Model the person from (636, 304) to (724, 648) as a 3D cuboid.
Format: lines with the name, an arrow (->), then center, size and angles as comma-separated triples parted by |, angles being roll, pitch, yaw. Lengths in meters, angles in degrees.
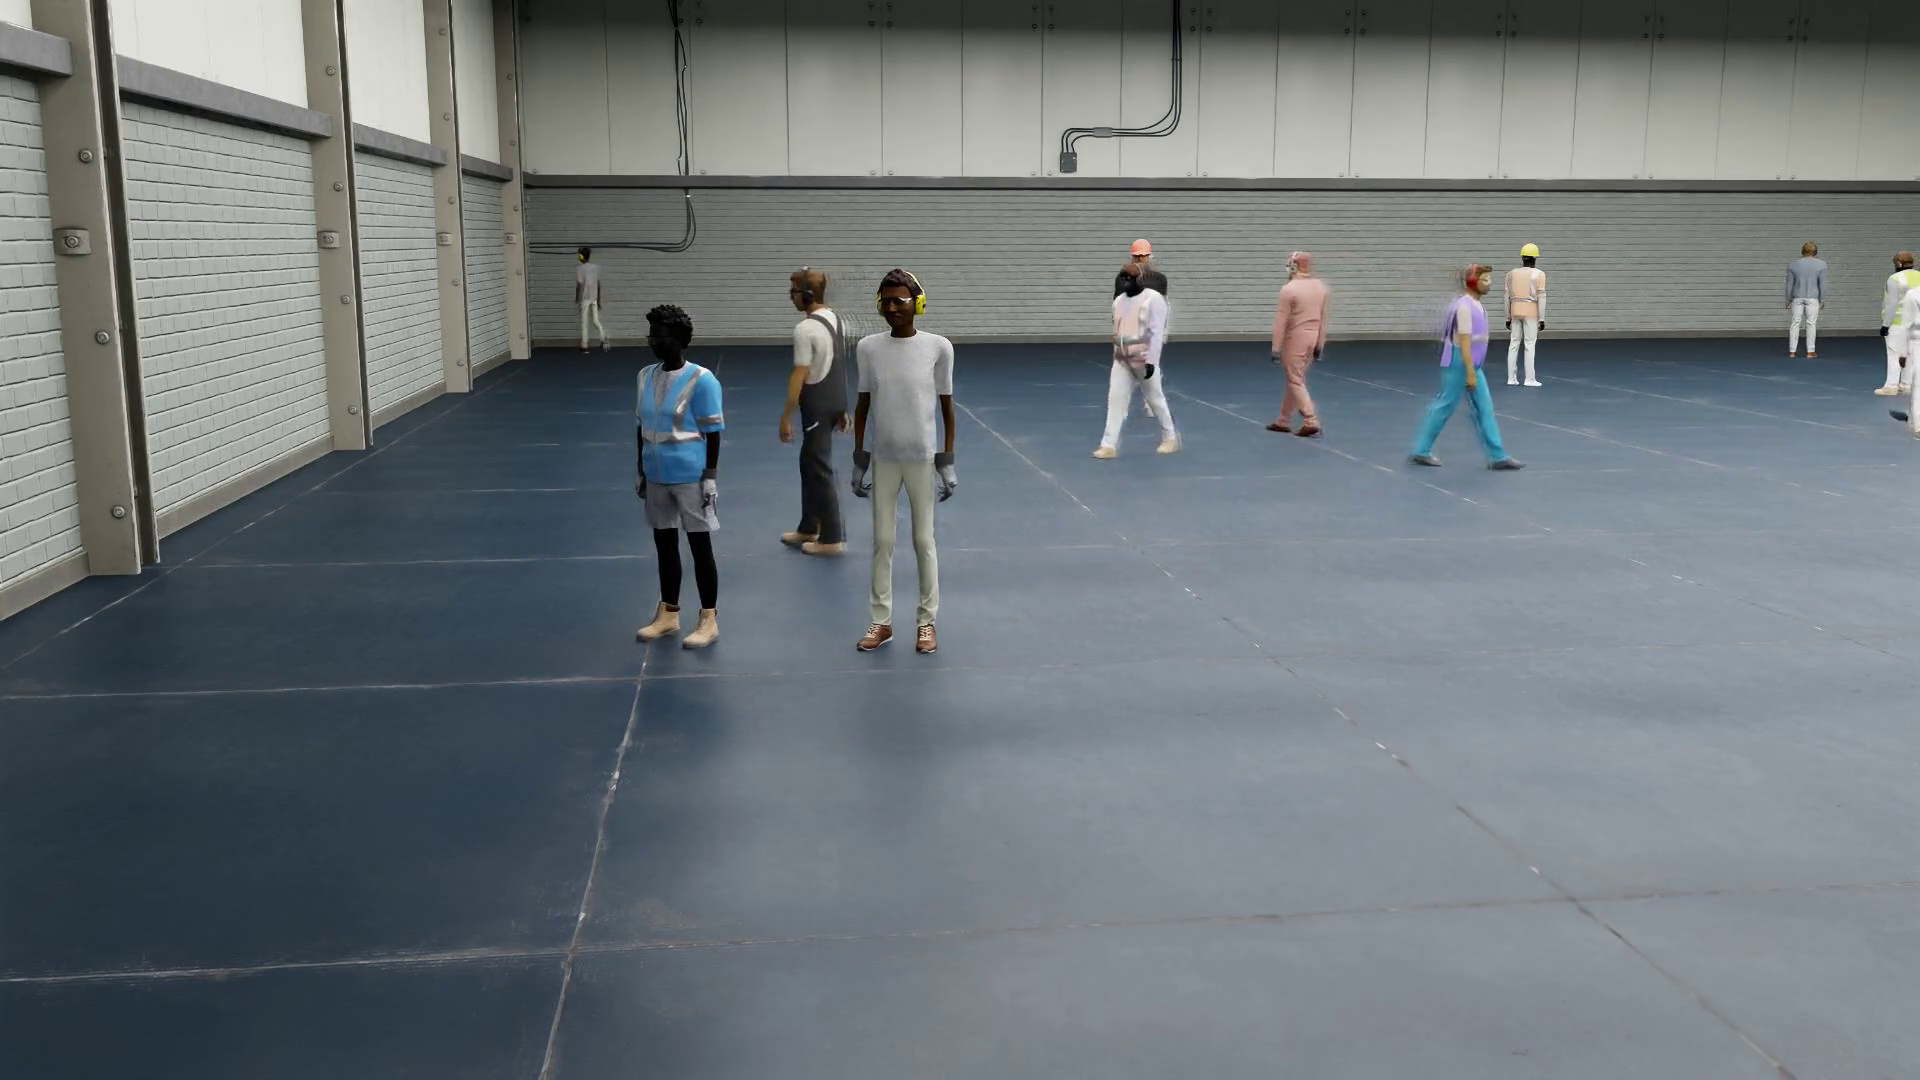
person -> -1.399, -0.312, 8.222 | 0.539, 1.695, 0.318 | 7, 12, 33

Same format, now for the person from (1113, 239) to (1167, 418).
person -> 2.015, -2.365, 18.665 | 0.608, 1.995, 0.377 | 1, 10, 4

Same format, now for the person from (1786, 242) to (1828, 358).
person -> 14.219, -4.035, 27.974 | 0.627, 1.940, 0.371 | 7, 13, 35

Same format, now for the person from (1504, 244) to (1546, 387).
person -> 7.667, -3.041, 22.556 | 0.367, 1.927, 0.584 | -10, 14, -42

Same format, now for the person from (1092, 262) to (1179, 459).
person -> 1.661, -1.653, 15.321 | 0.633, 1.802, 0.957 | 10, 14, 44

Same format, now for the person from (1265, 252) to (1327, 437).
person -> 3.428, -1.997, 16.983 | 0.662, 1.878, 0.817 | -9, 14, -40

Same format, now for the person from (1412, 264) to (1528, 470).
person -> 4.433, -1.499, 14.481 | 0.993, 1.791, 0.584 | 6, 12, 31

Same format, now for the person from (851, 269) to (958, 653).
person -> -0.277, -0.377, 8.112 | 0.538, 1.869, 0.313 | 2, 11, 11

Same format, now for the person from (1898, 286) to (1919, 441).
person -> 9.740, -1.938, 16.738 | 0.565, 1.857, 0.844 | 1, 10, 5

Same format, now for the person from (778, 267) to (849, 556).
person -> -1.007, -0.806, 10.551 | 0.636, 1.830, 0.549 | 4, 11, 22

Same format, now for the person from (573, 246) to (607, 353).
person -> -6.492, -4.184, 29.035 | 0.490, 1.878, 0.577 | 10, 14, 43

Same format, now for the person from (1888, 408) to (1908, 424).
person -> 10.316, -2.059, 17.310 | 0.991, 1.874, 0.567 | 5, 11, 25

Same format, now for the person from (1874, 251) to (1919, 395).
person -> 12.043, -2.768, 21.319 | 0.623, 1.836, 0.430 | -4, 11, -23
